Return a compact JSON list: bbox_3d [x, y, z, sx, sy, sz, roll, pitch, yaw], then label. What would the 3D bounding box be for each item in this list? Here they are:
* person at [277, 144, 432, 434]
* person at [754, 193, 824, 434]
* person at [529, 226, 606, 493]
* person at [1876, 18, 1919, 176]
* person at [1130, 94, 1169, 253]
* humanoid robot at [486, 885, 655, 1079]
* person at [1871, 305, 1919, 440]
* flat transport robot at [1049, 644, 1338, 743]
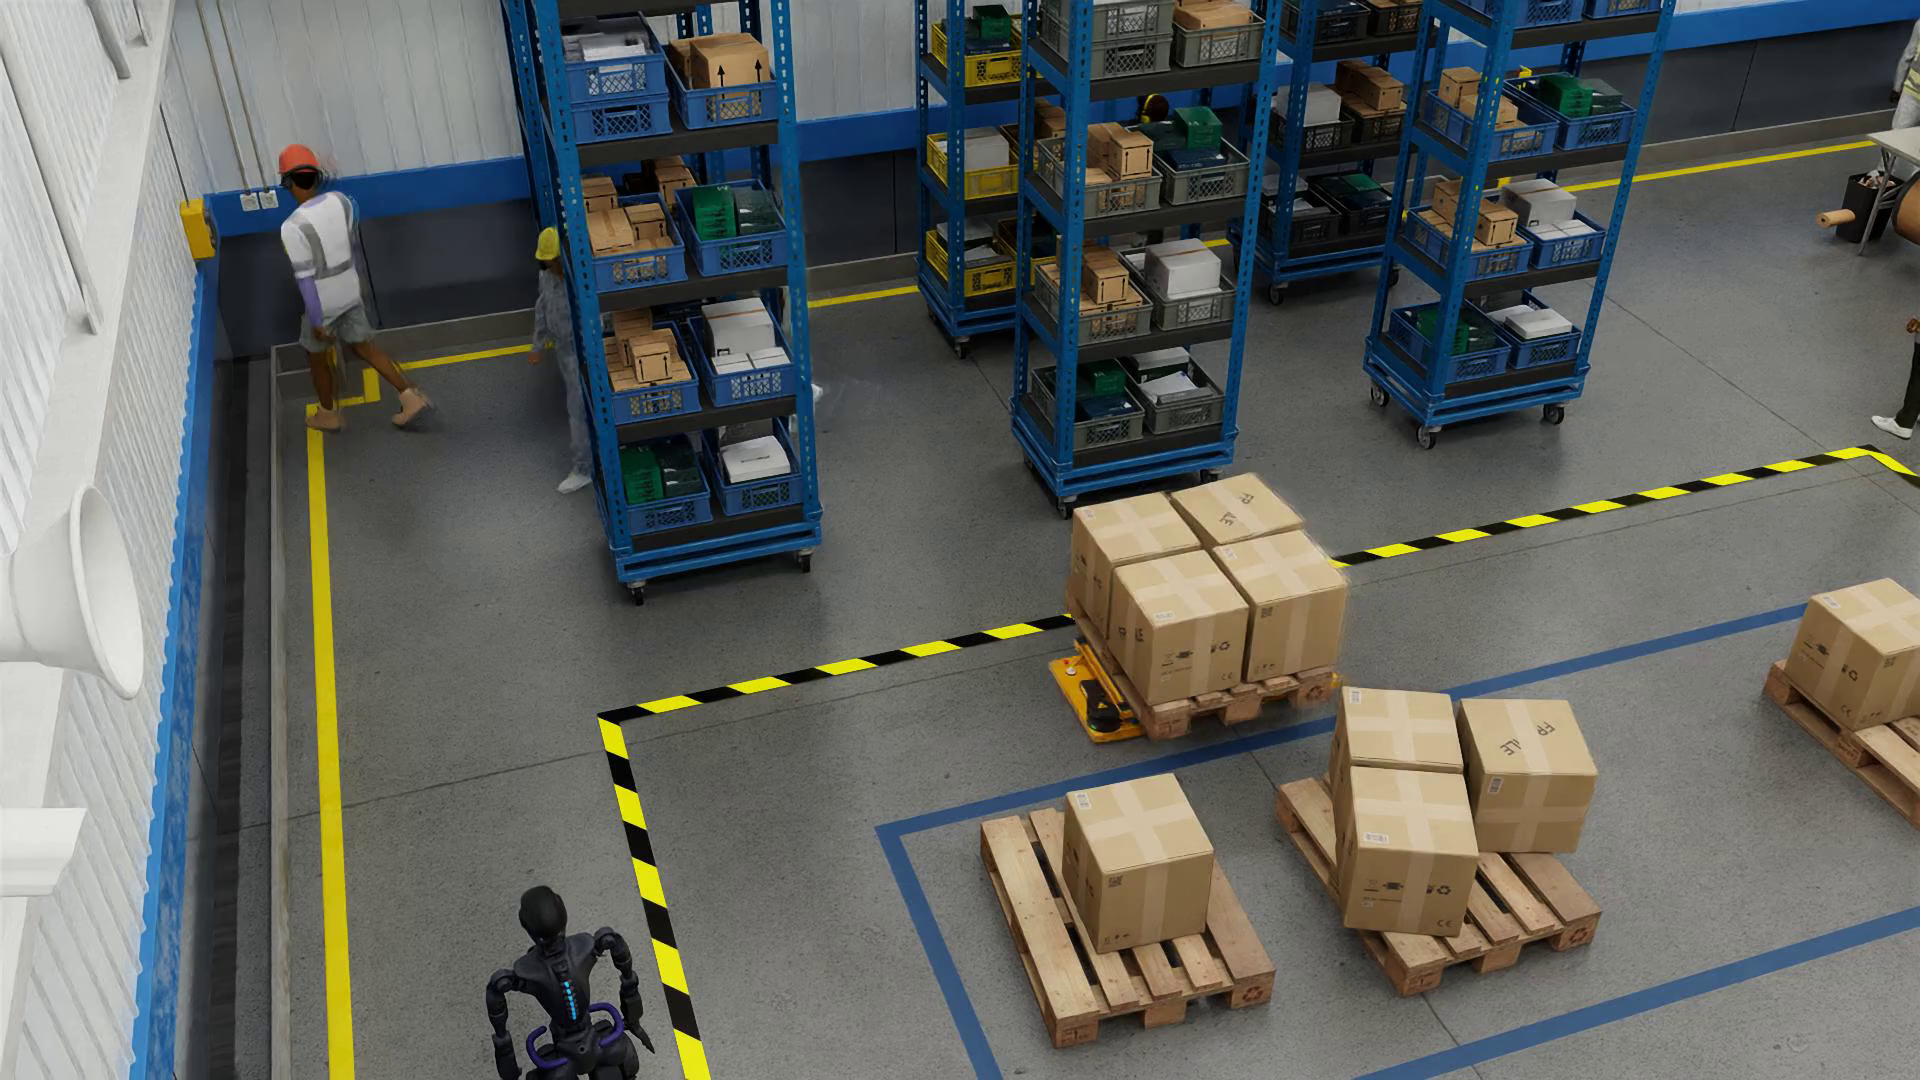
[{"bbox_3d":[-4.013,-1.576,10.803,0.876,1.999,0.610,14,38,19],"label":"person"},{"bbox_3d":[-1.195,-1.456,10.749,0.466,1.846,0.559,-9,36,-12],"label":"person"},{"bbox_3d":[-2.493,-1.139,10.408,0.501,1.723,0.651,28,44,34],"label":"person"},{"bbox_3d":[8.202,-3.774,14.042,0.633,1.841,0.429,22,41,28],"label":"person"},{"bbox_3d":[1.351,-2.289,11.918,0.329,1.865,0.508,14,38,19],"label":"person"},{"bbox_3d":[-1.420,1.901,6.123,0.599,1.659,0.315,-18,39,-24],"label":"humanoid robot"},{"bbox_3d":[6.455,-1.520,10.835,0.597,1.851,0.377,-10,36,-14],"label":"person"},{"bbox_3d":[1.271,0.686,9.059,1.431,0.197,0.652,-11,37,-15],"label":"flat transport robot"}]
